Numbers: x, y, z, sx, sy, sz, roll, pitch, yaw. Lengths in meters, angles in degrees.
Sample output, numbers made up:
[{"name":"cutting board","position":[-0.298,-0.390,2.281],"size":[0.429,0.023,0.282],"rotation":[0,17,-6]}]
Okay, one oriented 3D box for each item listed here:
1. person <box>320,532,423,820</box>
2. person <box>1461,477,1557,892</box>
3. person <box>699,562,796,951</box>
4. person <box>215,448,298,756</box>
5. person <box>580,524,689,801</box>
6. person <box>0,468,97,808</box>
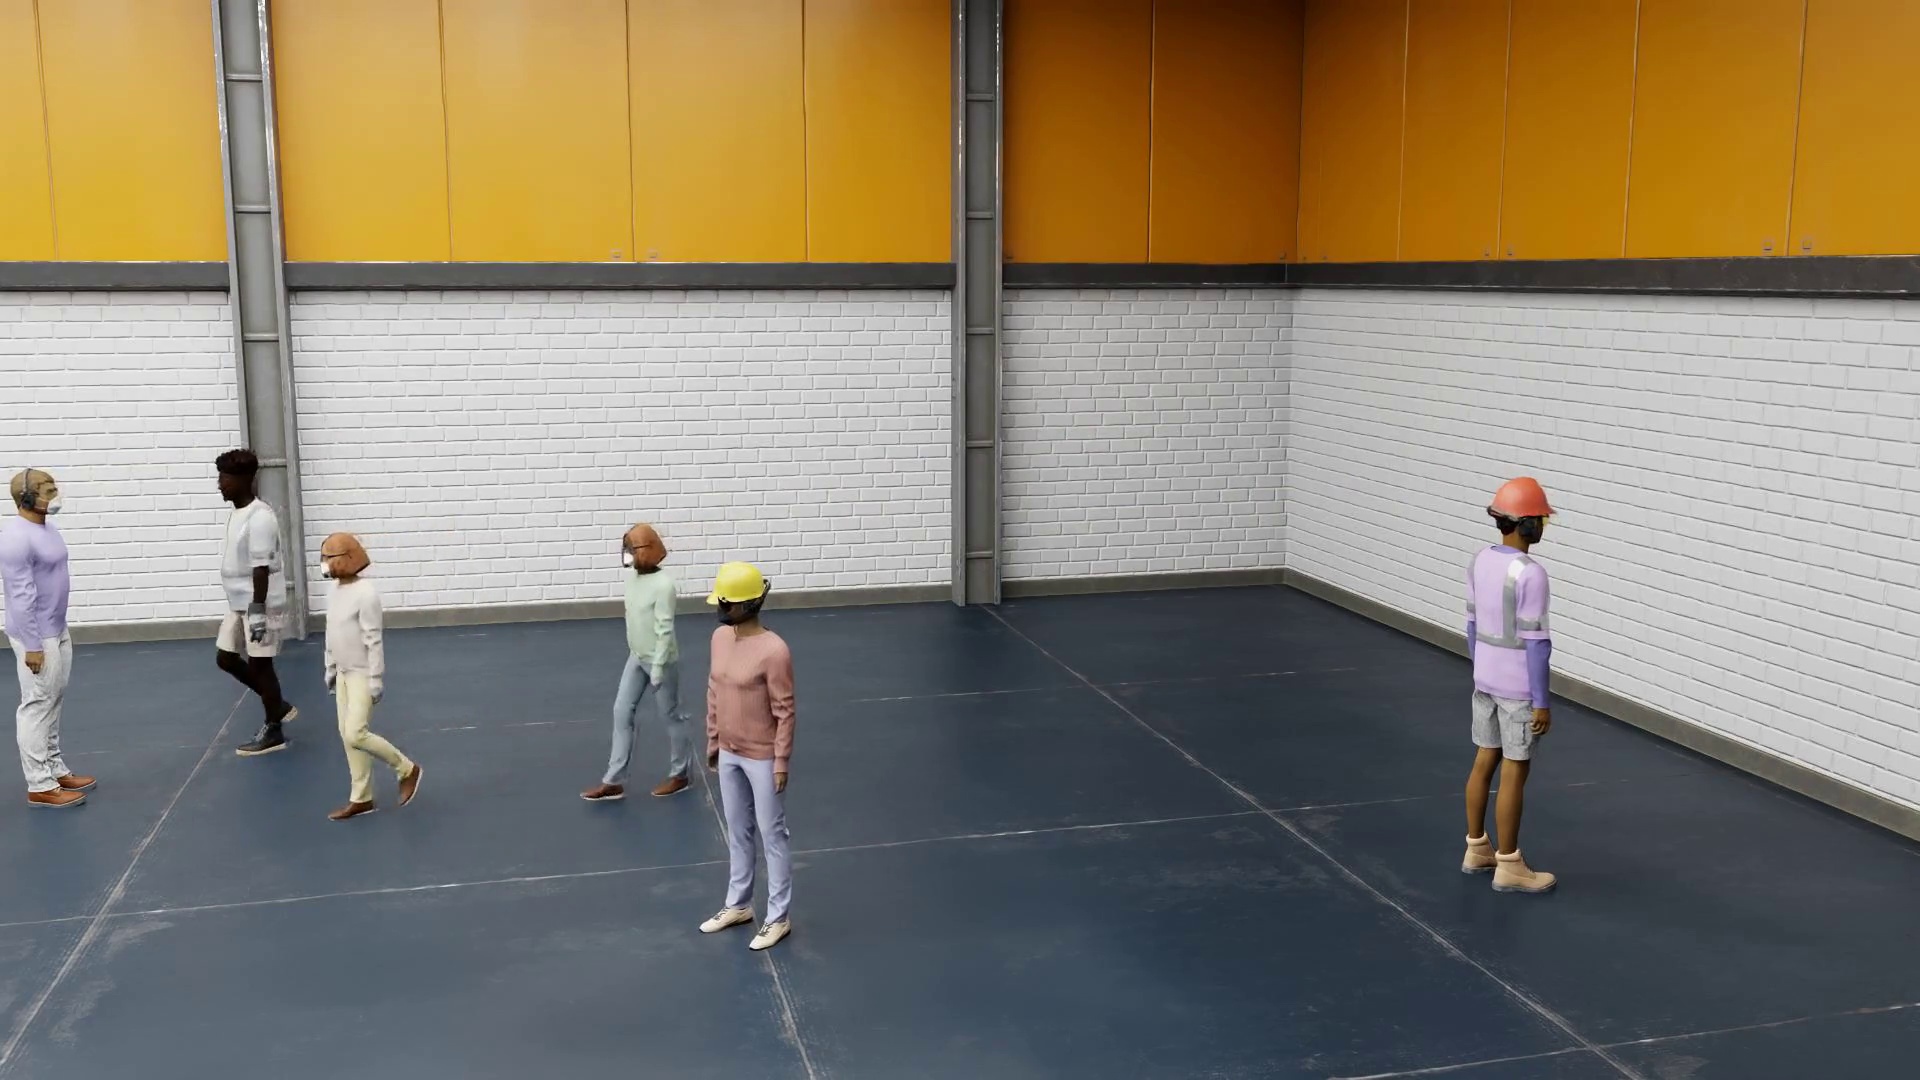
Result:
[{"name":"person","position":[-3.314,0.754,9.244],"size":[0.512,1.621,0.411],"rotation":[9,13,43]},{"name":"person","position":[2.729,0.706,8.219],"size":[0.365,2.048,0.607],"rotation":[-2,9,-15]},{"name":"person","position":[-0.961,0.963,7.504],"size":[0.524,1.764,0.329],"rotation":[8,12,42]},{"name":"person","position":[-4.467,0.391,10.475],"size":[0.399,1.949,0.616],"rotation":[-9,13,-44]},{"name":"person","position":[-1.860,0.717,9.485],"size":[0.740,1.600,0.527],"rotation":[-9,13,-44]},{"name":"person","position":[-5.240,0.552,9.517],"size":[0.372,1.940,0.630],"rotation":[-2,9,-15]}]
